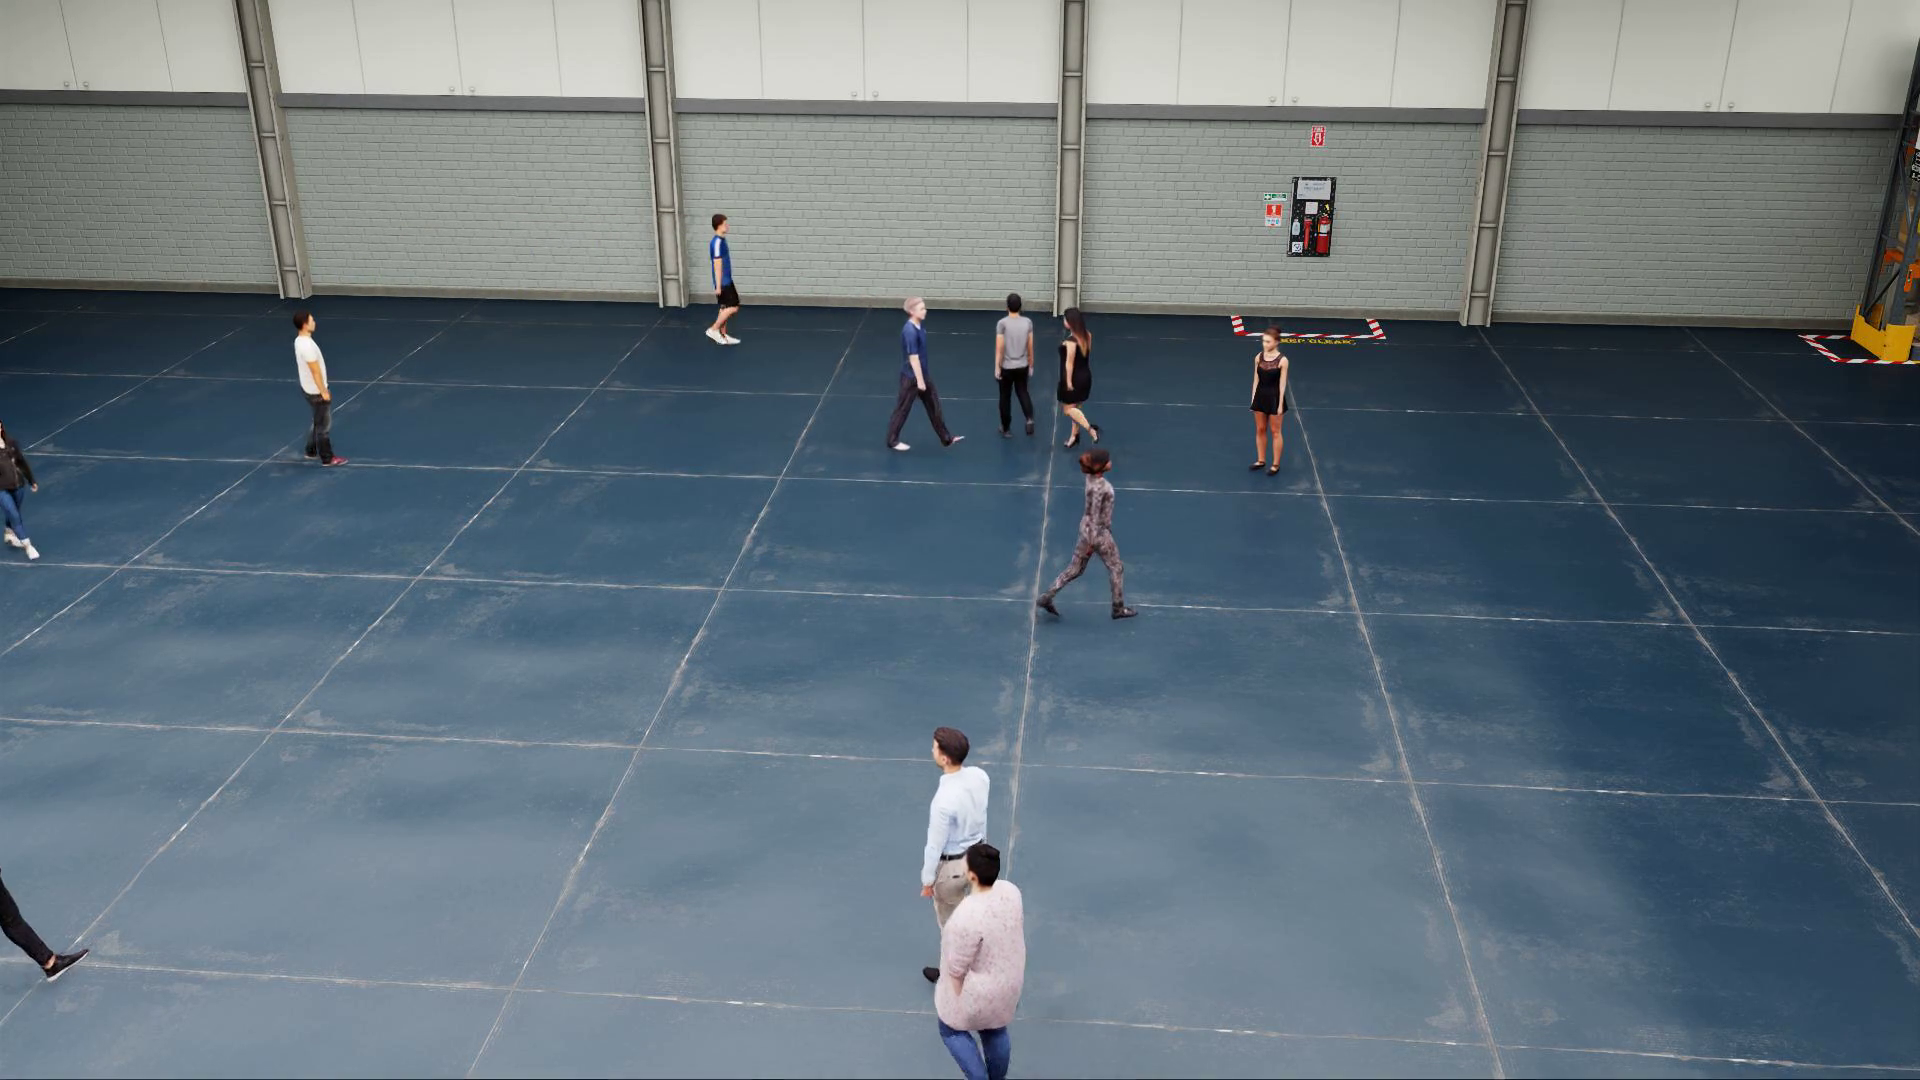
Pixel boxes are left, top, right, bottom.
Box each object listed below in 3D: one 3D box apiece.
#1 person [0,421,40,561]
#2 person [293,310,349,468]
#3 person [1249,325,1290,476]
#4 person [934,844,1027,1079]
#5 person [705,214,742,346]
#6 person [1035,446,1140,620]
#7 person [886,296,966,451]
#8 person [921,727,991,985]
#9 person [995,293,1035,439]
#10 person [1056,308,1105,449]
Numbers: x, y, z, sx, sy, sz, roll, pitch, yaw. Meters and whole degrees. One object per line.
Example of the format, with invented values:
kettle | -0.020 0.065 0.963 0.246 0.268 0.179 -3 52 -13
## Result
person | -9.439 -0.547 16.431 1.049 1.446 0.856 14 27 30
person | -7.296 -1.691 18.667 0.832 1.801 0.787 -11 26 -25
person | 3.457 -1.568 18.532 0.671 1.681 0.752 19 29 37
person | 0.184 2.426 9.073 0.847 1.733 0.906 -19 29 -37
person | -3.374 -3.596 23.084 0.809 1.851 0.744 -3 23 -8
person | 1.111 -0.026 14.915 1.213 1.673 0.722 -2 23 -6
person | -0.611 -1.864 19.045 1.185 1.824 0.807 6 24 13
person | 0.045 1.976 10.008 0.882 1.829 0.832 16 28 32
person | 0.654 -2.009 19.492 0.885 1.742 0.878 -8 24 -19
person | 1.404 -1.802 19.058 0.956 1.699 0.858 15 27 31
